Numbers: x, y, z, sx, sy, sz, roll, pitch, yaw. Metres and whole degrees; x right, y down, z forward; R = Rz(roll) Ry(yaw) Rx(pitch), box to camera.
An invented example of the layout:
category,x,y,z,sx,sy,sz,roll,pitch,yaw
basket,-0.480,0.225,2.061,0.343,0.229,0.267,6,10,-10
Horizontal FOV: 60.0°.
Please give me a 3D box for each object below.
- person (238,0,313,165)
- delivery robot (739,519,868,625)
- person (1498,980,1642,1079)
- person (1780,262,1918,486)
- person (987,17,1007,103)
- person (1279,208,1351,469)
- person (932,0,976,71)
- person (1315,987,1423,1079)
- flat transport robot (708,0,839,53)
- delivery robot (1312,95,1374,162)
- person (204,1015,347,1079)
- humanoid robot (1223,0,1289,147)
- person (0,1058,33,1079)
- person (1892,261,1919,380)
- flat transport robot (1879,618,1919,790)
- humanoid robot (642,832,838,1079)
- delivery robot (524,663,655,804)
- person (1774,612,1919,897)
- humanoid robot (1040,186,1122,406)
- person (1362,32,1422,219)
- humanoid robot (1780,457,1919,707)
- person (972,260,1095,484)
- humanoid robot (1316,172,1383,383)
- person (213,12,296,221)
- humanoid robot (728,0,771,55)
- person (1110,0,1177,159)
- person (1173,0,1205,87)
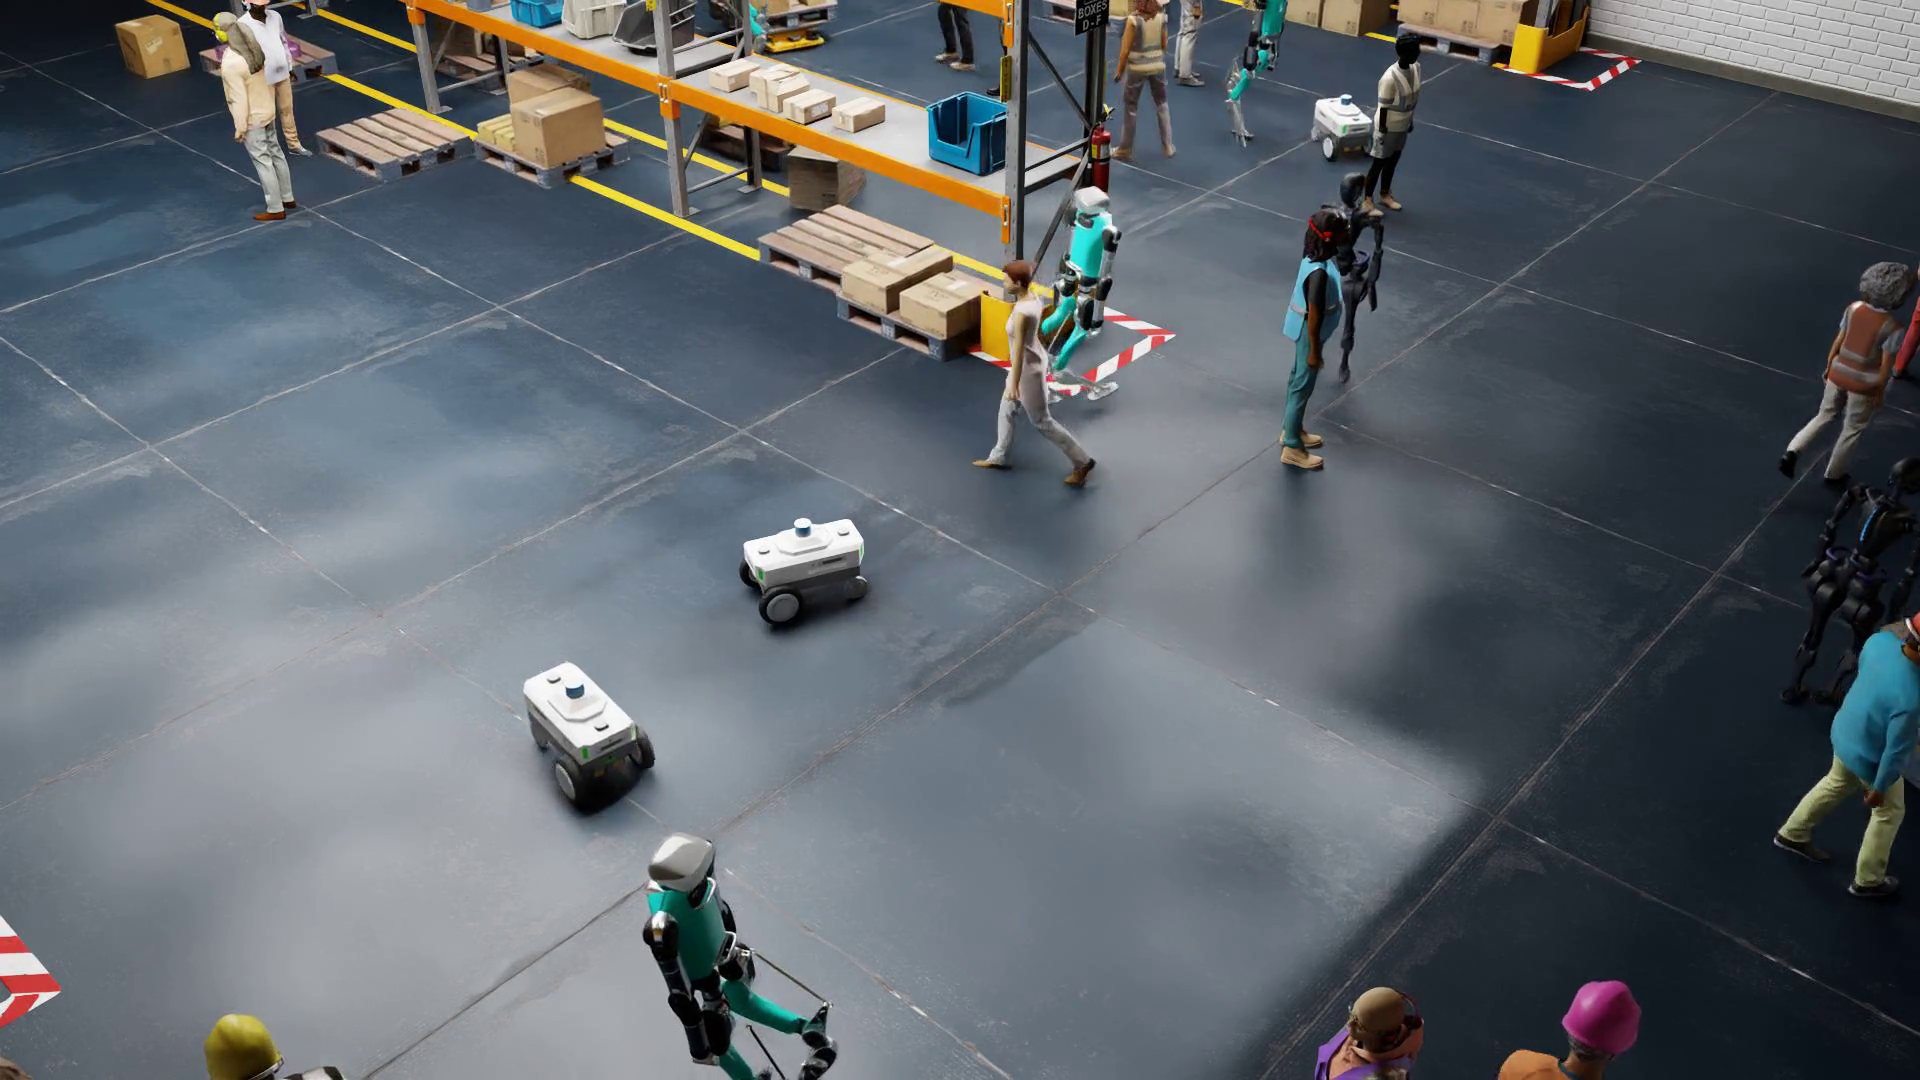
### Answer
category,x,y,z,sx,sy,sz,roll,pitch,yaw
person,-6.625,-4.492,16.012,0.342,1.747,0.572,18,38,24
delivery robot,-0.984,0.149,10.351,0.794,0.603,0.499,-13,37,-19
person,2.036,2.384,5.903,0.537,1.932,1.012,30,44,36
person,5.957,-1.063,11.112,0.550,1.674,0.442,-17,38,-23
person,0.470,-5.523,17.344,0.358,1.939,0.542,-3,35,-4
person,2.419,-1.399,11.432,0.397,1.866,0.529,7,35,10
person,-0.103,-6.048,18.204,0.658,1.817,0.497,7,35,9
person,1.479,2.274,6.260,0.345,1.694,0.482,0,35,1
flat transport robot,-2.234,-6.060,19.590,0.659,0.231,1.431,-20,39,-26
delivery robot,3.803,-4.116,16.509,0.499,0.581,0.768,-8,35,-12
person,-2.398,2.376,6.002,0.591,1.823,0.403,-24,41,-31
humanoid robot,2.839,-4.801,16.501,0.696,1.830,0.530,27,43,33
person,-3.275,2.453,6.028,0.337,1.658,0.497,-28,44,-35
person,7.392,-1.969,12.347,0.528,1.766,0.315,24,41,30
flat transport robot,5.586,1.279,8.958,0.659,0.231,1.431,-12,36,-17
humanoid robot,-0.809,1.929,6.757,0.782,1.808,0.545,6,35,9
delivery robot,-2.059,1.026,9.089,0.499,0.614,0.808,-26,42,-32
person,4.512,1.008,8.070,0.492,1.711,0.558,0,35,0
humanoid robot,0.760,-1.647,11.876,0.981,1.724,0.559,-20,39,-26
person,3.907,-3.739,14.976,0.322,1.688,0.528,29,44,35
humanoid robot,4.947,0.244,9.220,0.307,1.648,0.609,-18,38,-24
person,0.526,-1.121,11.251,0.836,1.622,0.473,6,35,9
humanoid robot,2.851,-1.966,12.408,0.611,1.655,0.309,18,39,24
person,-6.303,-3.783,14.880,0.403,1.876,0.553,4,35,5
humanoid robot,-2.299,-5.937,18.163,0.662,1.841,0.540,-8,35,-11
person,1.818,-4.551,16.091,0.744,1.756,0.409,-10,36,-15
person,2.480,-5.819,17.817,0.399,1.892,0.547,-1,35,-1
